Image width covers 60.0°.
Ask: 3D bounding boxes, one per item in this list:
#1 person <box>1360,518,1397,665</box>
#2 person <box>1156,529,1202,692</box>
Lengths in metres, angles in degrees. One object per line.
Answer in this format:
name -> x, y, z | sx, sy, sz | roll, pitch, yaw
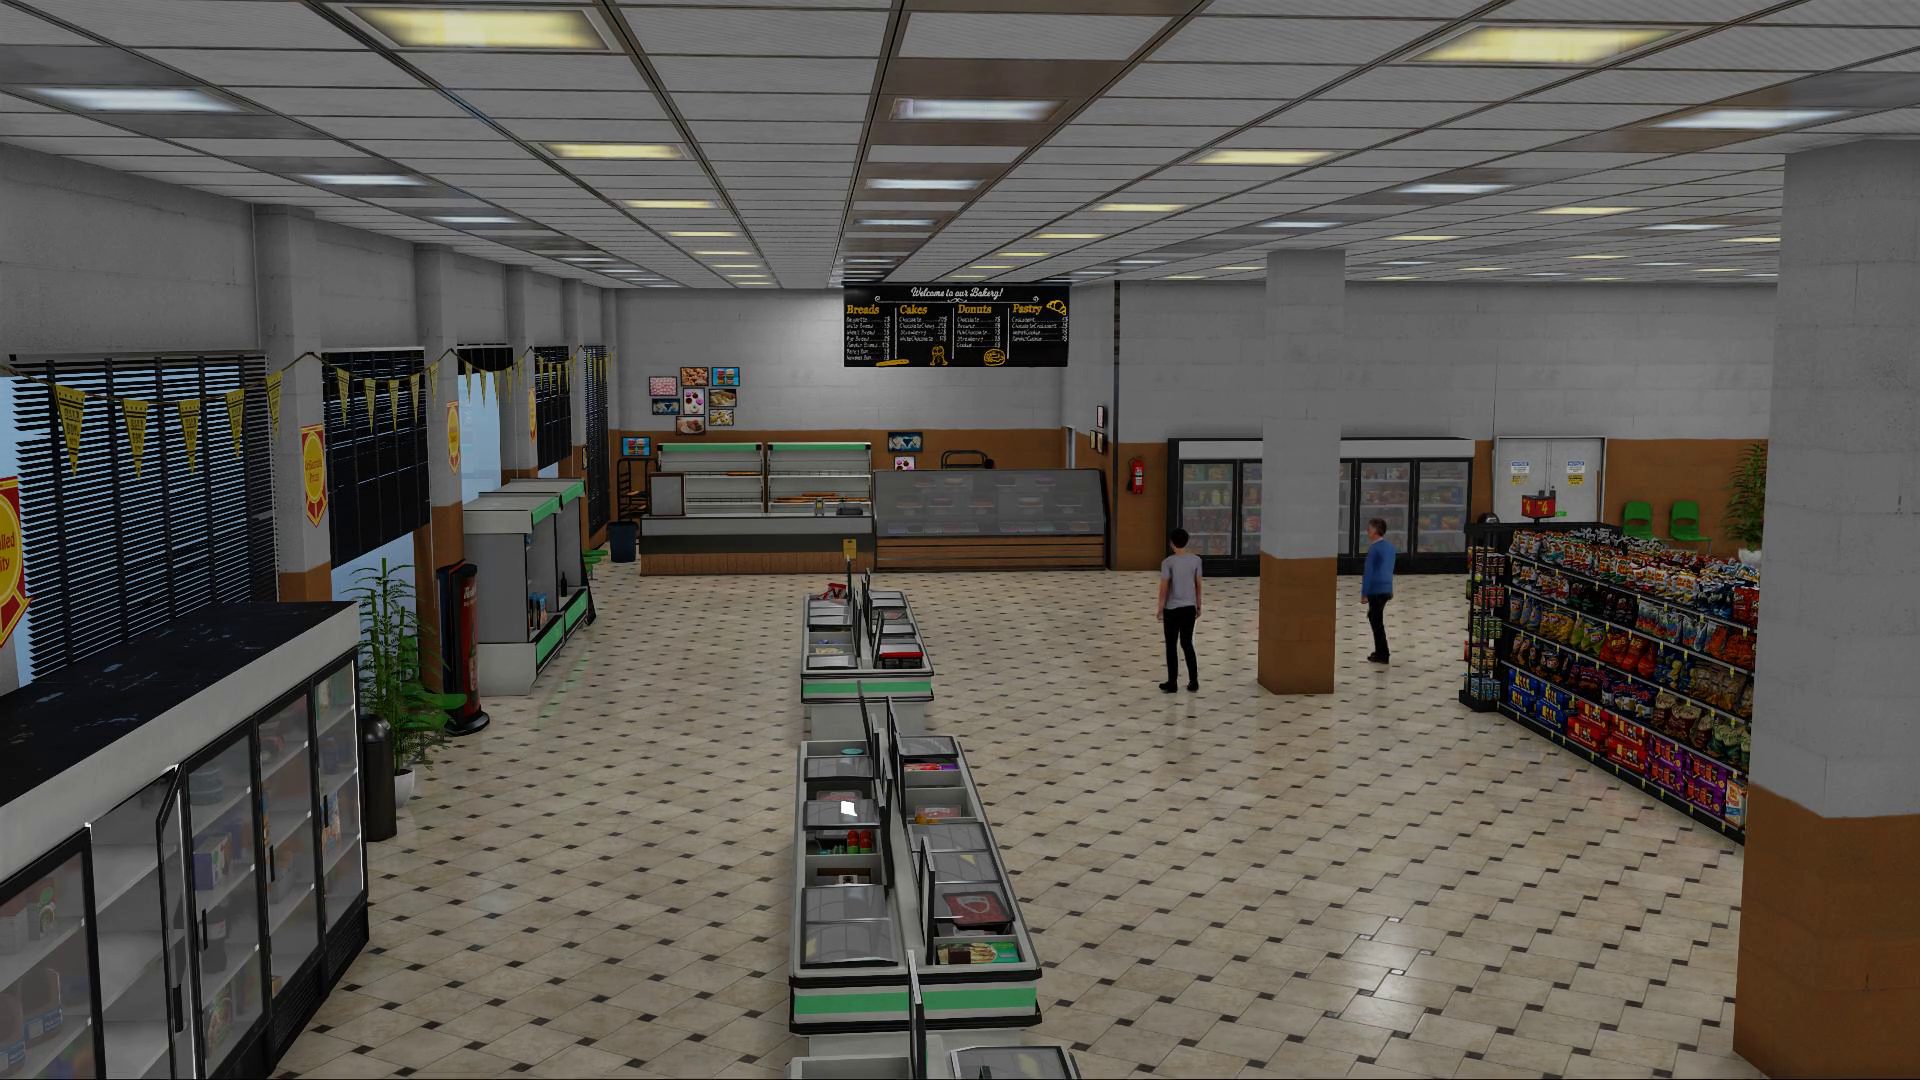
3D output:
person -> 5.268, 0.636, 20.569 | 0.847, 1.802, 0.800 | 7, 10, 44
person -> 2.500, 0.793, 18.952 | 0.773, 1.878, 0.790 | -2, 7, -13
